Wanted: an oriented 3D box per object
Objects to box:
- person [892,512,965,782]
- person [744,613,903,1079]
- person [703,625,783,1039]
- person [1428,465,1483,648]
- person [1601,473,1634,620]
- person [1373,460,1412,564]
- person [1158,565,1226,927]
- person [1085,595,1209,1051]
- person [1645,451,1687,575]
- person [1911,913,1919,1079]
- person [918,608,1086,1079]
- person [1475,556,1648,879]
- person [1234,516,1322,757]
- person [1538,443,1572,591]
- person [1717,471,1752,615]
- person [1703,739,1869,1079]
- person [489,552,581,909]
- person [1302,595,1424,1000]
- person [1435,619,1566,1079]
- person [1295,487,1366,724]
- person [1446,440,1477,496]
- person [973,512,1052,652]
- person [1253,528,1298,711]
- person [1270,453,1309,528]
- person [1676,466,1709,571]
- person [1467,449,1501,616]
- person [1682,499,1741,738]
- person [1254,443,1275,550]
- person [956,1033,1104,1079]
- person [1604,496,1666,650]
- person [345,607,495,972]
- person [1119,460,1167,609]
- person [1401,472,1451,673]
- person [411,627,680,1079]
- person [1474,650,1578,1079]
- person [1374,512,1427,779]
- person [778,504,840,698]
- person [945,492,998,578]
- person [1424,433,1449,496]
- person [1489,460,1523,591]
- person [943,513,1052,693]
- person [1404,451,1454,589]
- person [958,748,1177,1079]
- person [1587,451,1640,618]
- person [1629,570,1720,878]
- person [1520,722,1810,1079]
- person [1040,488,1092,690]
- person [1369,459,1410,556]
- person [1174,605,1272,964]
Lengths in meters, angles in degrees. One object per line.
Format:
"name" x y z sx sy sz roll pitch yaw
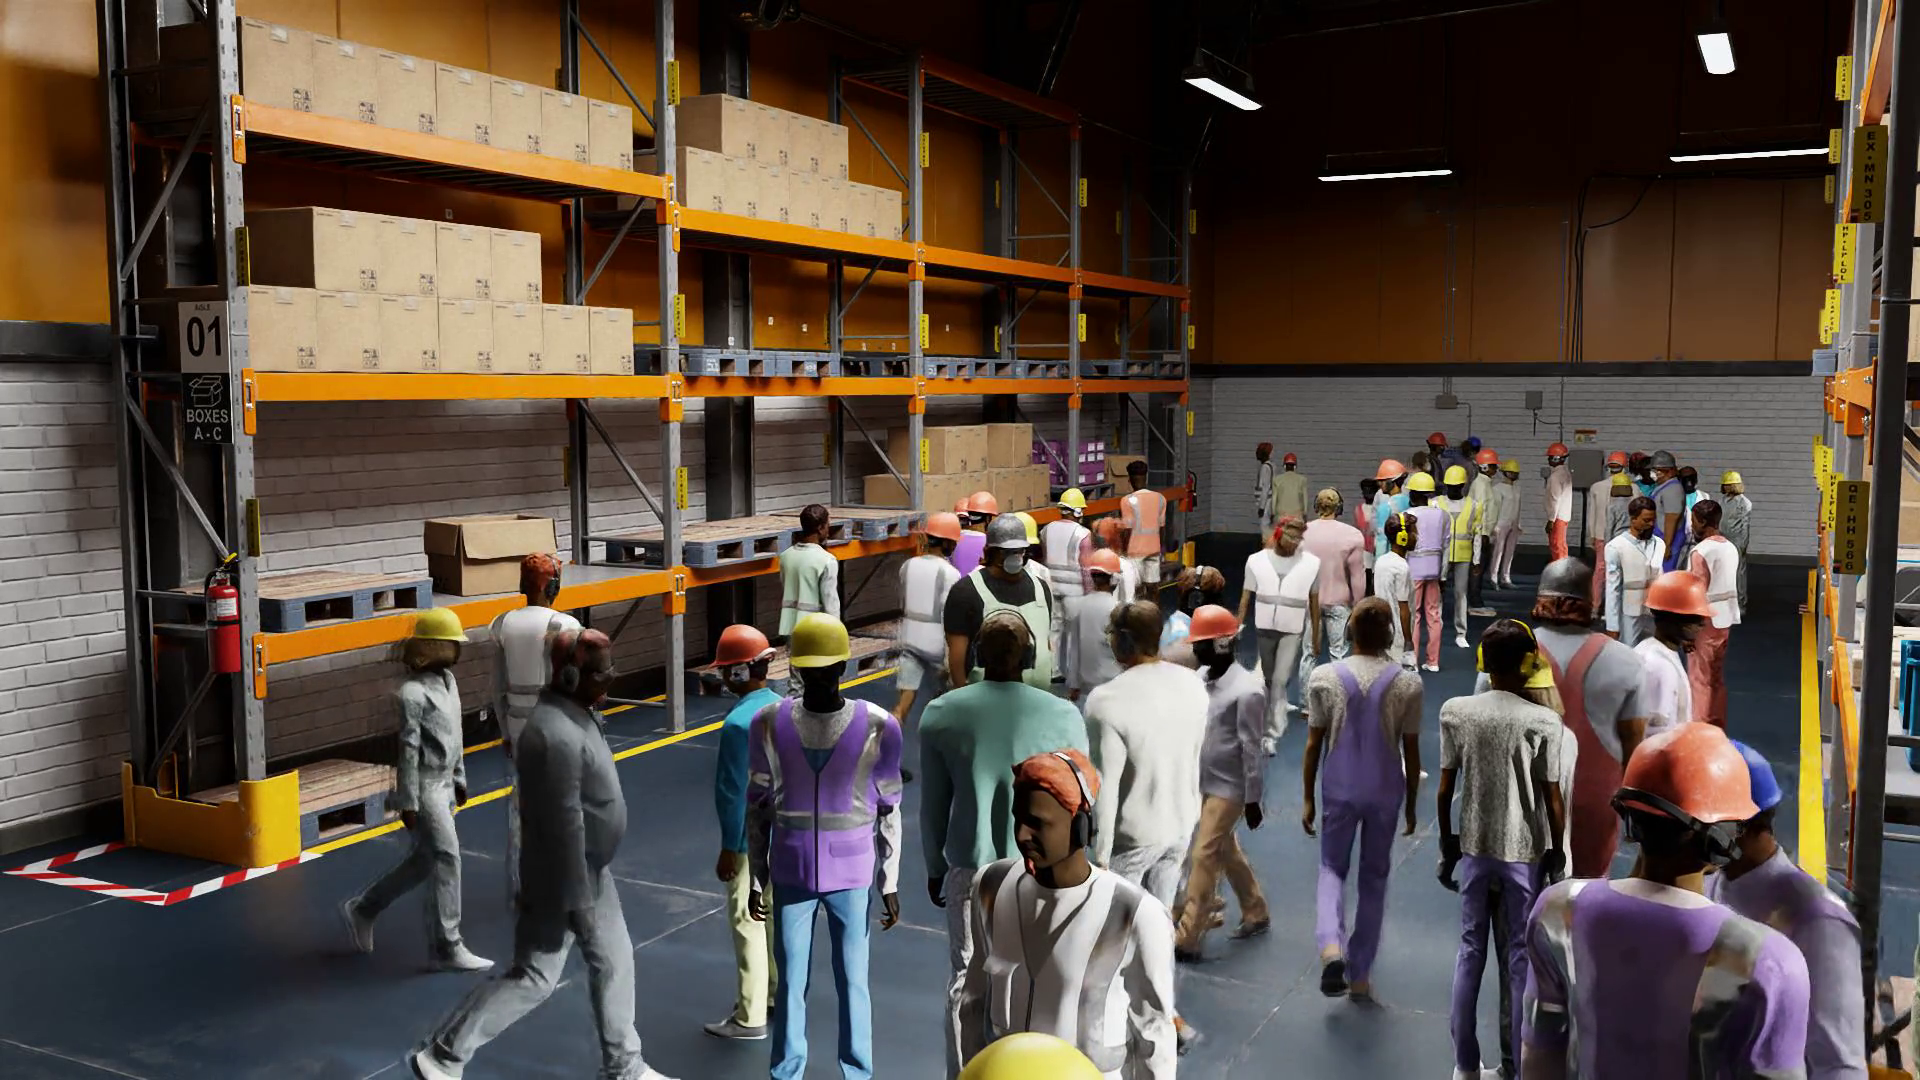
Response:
"person" -0.230 0.745 11.628 0.547 1.886 1.008 3 6 33
"person" -0.505 1.222 6.129 0.585 1.928 0.369 0 5 3
"person" -0.901 1.227 7.091 0.350 1.739 0.575 1 5 14
"person" 5.162 0.177 17.403 0.587 1.922 0.383 1 5 11
"person" 7.701 0.088 19.379 0.487 1.738 0.321 -1 5 -13
"person" 4.197 0.239 16.158 0.606 2.035 0.403 -5 7 -42
"person" 1.206 1.043 8.549 0.430 1.838 0.624 1 5 14
"person" 0.756 1.181 6.574 0.638 1.926 0.533 -4 7 -37
"person" 7.864 0.000 18.680 0.535 2.000 0.683 1 6 16
"person" 2.950 1.507 4.708 0.513 1.623 0.302 0 5 -3
"person" 0.158 1.219 6.170 0.629 1.931 0.378 1 5 11
"person" 2.641 1.050 7.376 0.708 2.000 0.825 2 6 20
"person" 2.418 0.696 12.612 0.619 1.776 1.009 2 6 19
"person" 7.932 -0.297 22.119 0.381 1.995 0.611 3 6 32
"person" 9.220 0.037 19.911 0.323 1.736 0.486 -2 6 -22
"person" 1.957 1.427 4.001 0.597 1.909 0.644 0 5 -2
"person" -2.177 1.003 8.711 0.574 1.887 0.356 2 6 21
"person" 1.780 1.164 7.362 0.515 1.822 0.509 1 5 13
"person" 2.091 1.227 6.422 0.519 1.865 0.328 4 7 37
"person" 2.962 0.538 13.436 0.633 1.939 0.368 2 6 25
"person" 7.889 -0.643 26.387 0.584 1.895 0.667 1 5 15
"person" 0.353 0.767 11.117 0.608 1.912 0.415 -2 6 -25
"person" 2.619 0.665 13.852 0.543 1.600 0.518 -4 6 -34
"person" 4.893 -0.420 24.723 0.573 1.750 0.332 0 5 2
"person" 8.185 0.086 18.812 0.619 1.845 0.430 0 5 -2
"person" 6.263 -0.092 19.908 0.379 1.996 0.608 2 6 16
"person" 5.602 0.650 12.418 0.599 1.908 0.396 -5 7 -44
"person" 4.677 -0.546 25.494 0.338 1.878 0.611 2 6 16
"person" 0.081 1.591 2.159 0.585 1.929 0.375 1 5 14
"person" 5.204 0.609 12.842 0.599 1.909 0.401 -3 6 -29
"person" -2.569 1.165 7.866 0.717 1.714 0.490 0 5 3
"person" 1.924 0.126 17.749 0.602 1.959 0.379 -4 6 -35
"person" 4.378 0.320 15.821 0.594 1.929 0.357 -2 6 -20
"person" -1.571 1.250 6.256 0.956 1.867 0.651 0 5 -4
"person" 2.216 1.283 6.518 0.485 1.735 0.351 -3 6 -32
"person" 3.077 0.734 11.689 0.328 1.872 0.515 -1 5 -8
"person" -1.072 0.701 11.817 0.394 1.913 0.589 -5 7 -43
"person" 0.141 0.581 13.065 0.549 1.924 0.386 3 6 26
"person" 7.249 -0.624 25.426 0.406 2.036 0.607 3 6 26
"person" 7.314 -0.189 22.279 0.627 1.753 0.316 -4 6 -35
"person" 0.277 0.861 9.417 0.674 2.000 0.536 -3 6 -28
"person" 6.052 -0.212 21.739 1.015 1.887 0.640 1 5 8
"person" 0.239 1.437 4.051 0.586 1.882 0.341 4 7 36
"person" 7.680 -0.048 19.511 0.410 1.986 0.619 -5 7 -45
"person" 3.191 1.092 7.548 0.408 1.927 0.563 2 6 18
"person" 1.512 1.402 3.575 0.396 2.042 0.610 -4 7 -39
"person" 0.993 0.446 15.068 0.586 1.824 0.404 5 7 44
"person" 4.950 0.010 19.283 0.409 1.906 0.652 4 7 36
"person" 1.230 1.162 8.053 0.767 1.708 0.562 -2 6 -16
